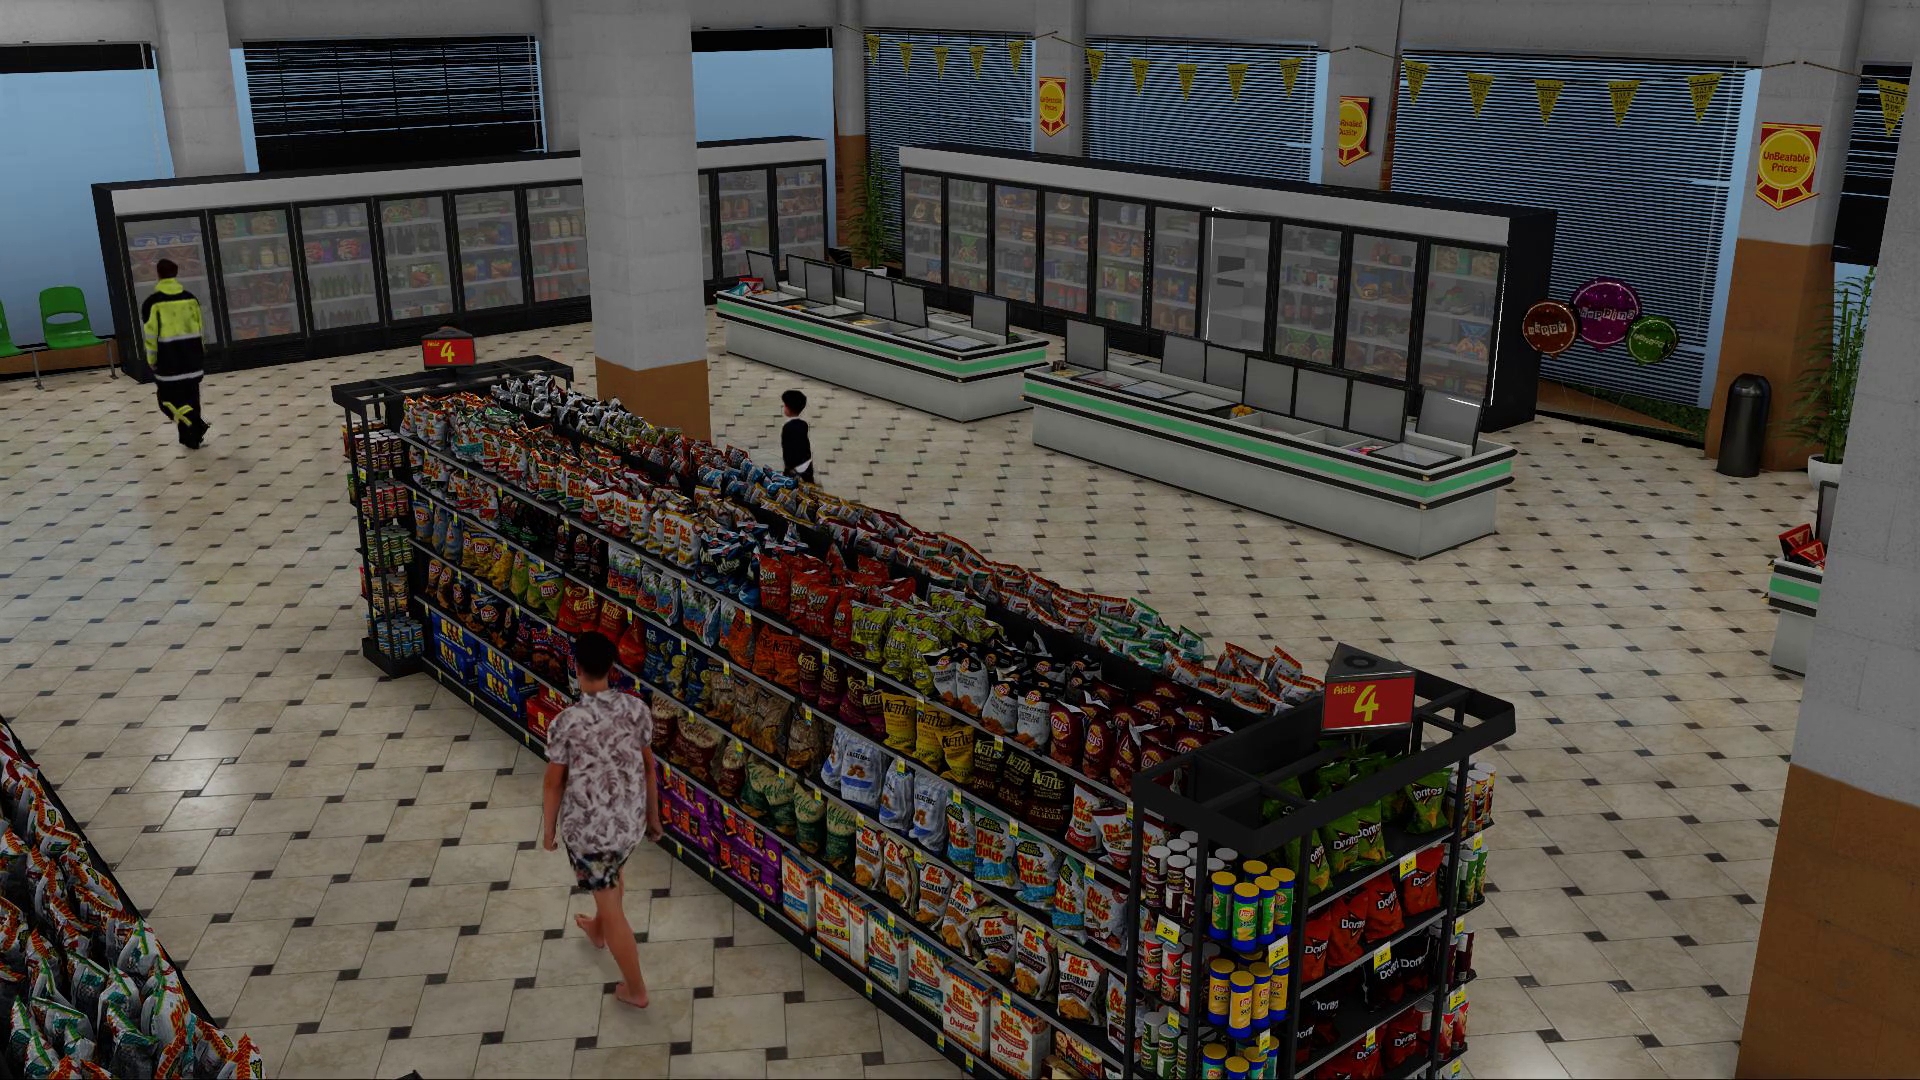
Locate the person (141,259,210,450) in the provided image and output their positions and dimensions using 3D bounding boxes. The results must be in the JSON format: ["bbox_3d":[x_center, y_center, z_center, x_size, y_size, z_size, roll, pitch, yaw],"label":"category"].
[{"bbox_3d":[-7.917,-1.851,16.893,1.047,1.966,0.934,12,22,31],"label":"person"}]

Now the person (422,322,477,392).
[{"bbox_3d":[-4.706,-1.220,15.518,0.958,1.648,1.024,1,19,4],"label":"person"}]

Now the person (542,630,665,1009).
[{"bbox_3d":[-1.620,1.341,7.736,0.694,1.768,1.095,-14,23,-36],"label":"person"}]
